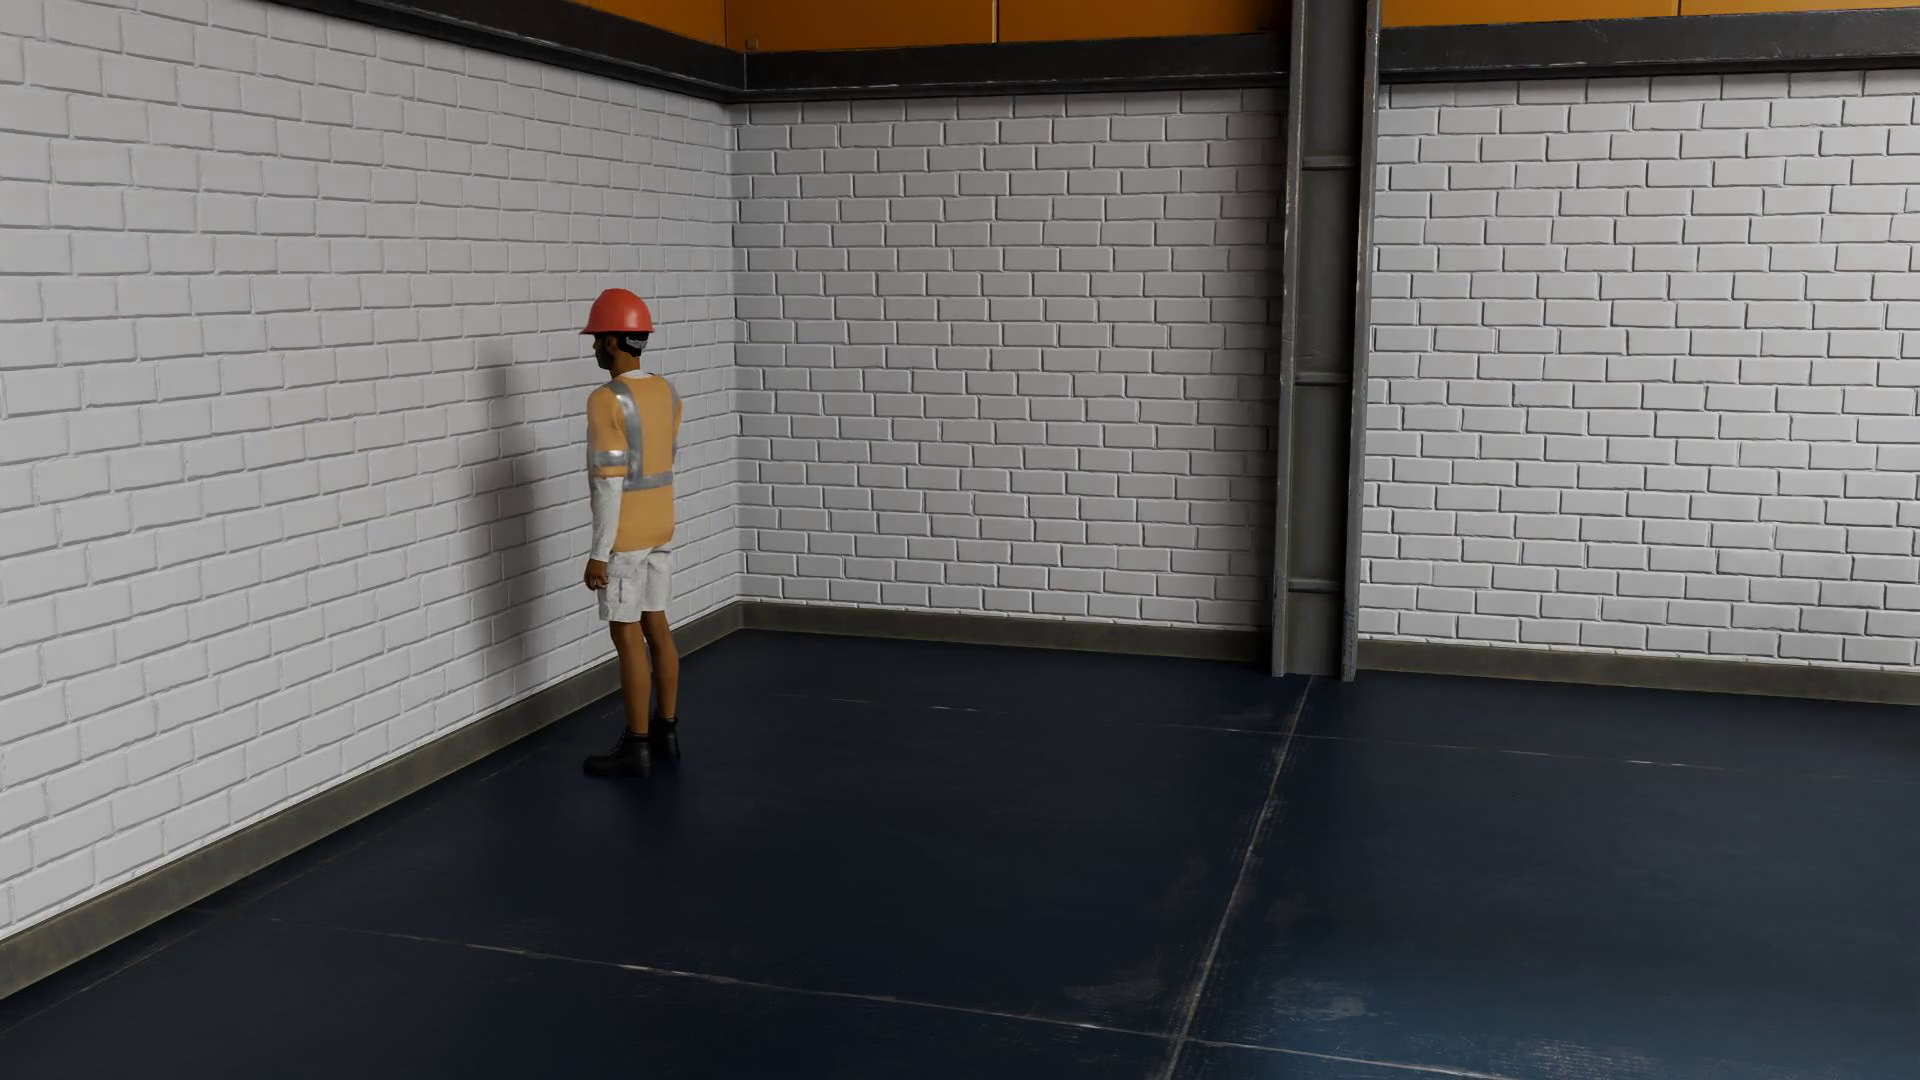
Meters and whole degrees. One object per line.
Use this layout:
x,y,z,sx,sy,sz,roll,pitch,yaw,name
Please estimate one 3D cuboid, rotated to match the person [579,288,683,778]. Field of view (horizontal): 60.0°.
-1.327,-0.023,6.634,0.359,1.938,0.547,3,10,19,person
